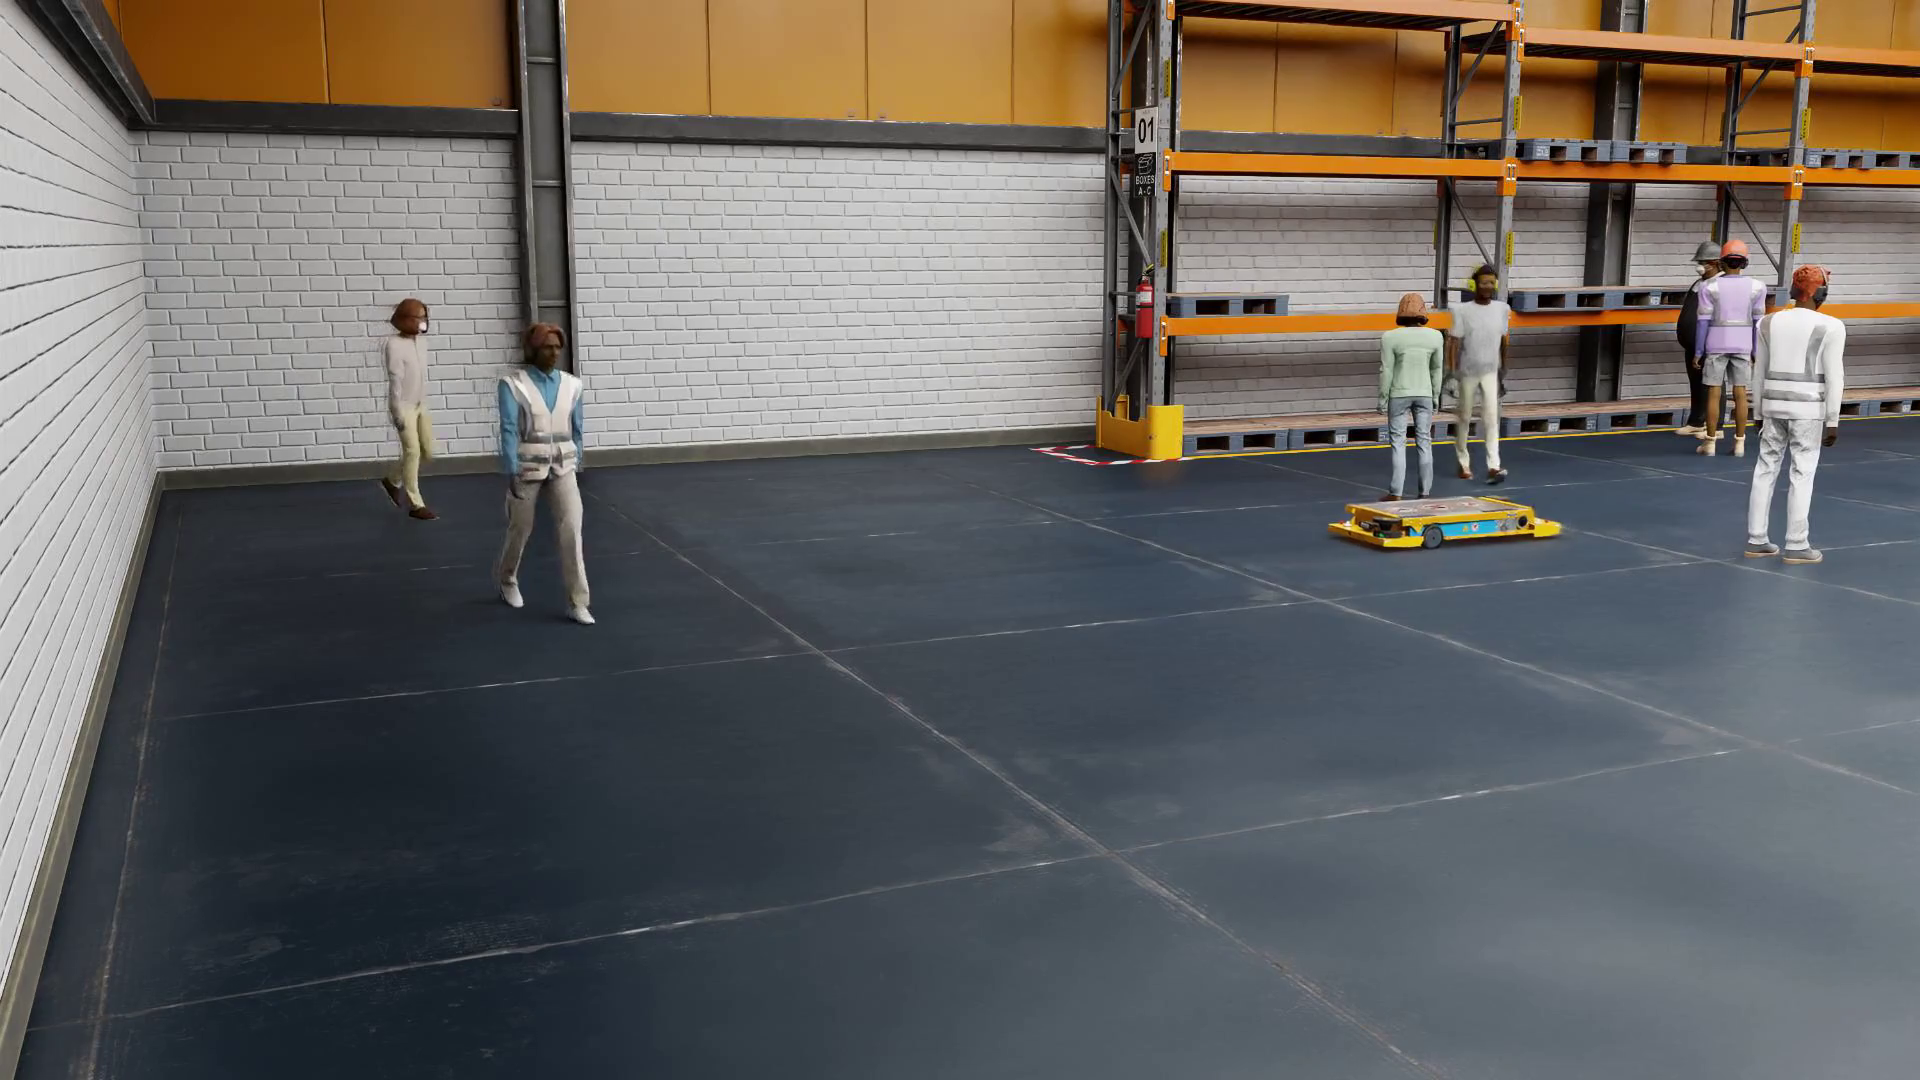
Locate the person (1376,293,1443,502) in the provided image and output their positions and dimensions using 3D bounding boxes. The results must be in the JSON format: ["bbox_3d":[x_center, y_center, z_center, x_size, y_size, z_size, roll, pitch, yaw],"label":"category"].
[{"bbox_3d":[3.453,-1.079,12.803,0.501,1.632,0.287,-1,10,-5],"label":"person"}]

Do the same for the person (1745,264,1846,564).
[{"bbox_3d":[5.270,-0.788,10.503,0.338,1.882,0.576,-7,12,-34],"label":"person"}]

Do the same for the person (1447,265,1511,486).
[{"bbox_3d":[4.346,-1.364,13.862,0.556,1.817,0.974,0,10,1],"label":"person"}]

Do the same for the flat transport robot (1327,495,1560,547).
[{"bbox_3d":[3.300,-0.137,11.349,1.431,0.197,0.652,-4,11,-21],"label":"flat transport robot"}]

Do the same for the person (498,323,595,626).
[{"bbox_3d":[-2.274,-0.375,8.988,0.509,1.601,0.857,-7,12,-35],"label":"person"}]

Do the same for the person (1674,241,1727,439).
[{"bbox_3d":[7.685,-2.071,17.197,0.536,2.000,0.683,-1,10,-6],"label":"person"}]

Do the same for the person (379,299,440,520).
[{"bbox_3d":[-4.052,-0.950,12.136,0.466,1.616,0.498,3,11,15],"label":"person"}]

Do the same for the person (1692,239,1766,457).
[{"bbox_3d":[7.243,-1.805,15.707,0.605,2.045,0.385,2,10,11],"label":"person"}]
